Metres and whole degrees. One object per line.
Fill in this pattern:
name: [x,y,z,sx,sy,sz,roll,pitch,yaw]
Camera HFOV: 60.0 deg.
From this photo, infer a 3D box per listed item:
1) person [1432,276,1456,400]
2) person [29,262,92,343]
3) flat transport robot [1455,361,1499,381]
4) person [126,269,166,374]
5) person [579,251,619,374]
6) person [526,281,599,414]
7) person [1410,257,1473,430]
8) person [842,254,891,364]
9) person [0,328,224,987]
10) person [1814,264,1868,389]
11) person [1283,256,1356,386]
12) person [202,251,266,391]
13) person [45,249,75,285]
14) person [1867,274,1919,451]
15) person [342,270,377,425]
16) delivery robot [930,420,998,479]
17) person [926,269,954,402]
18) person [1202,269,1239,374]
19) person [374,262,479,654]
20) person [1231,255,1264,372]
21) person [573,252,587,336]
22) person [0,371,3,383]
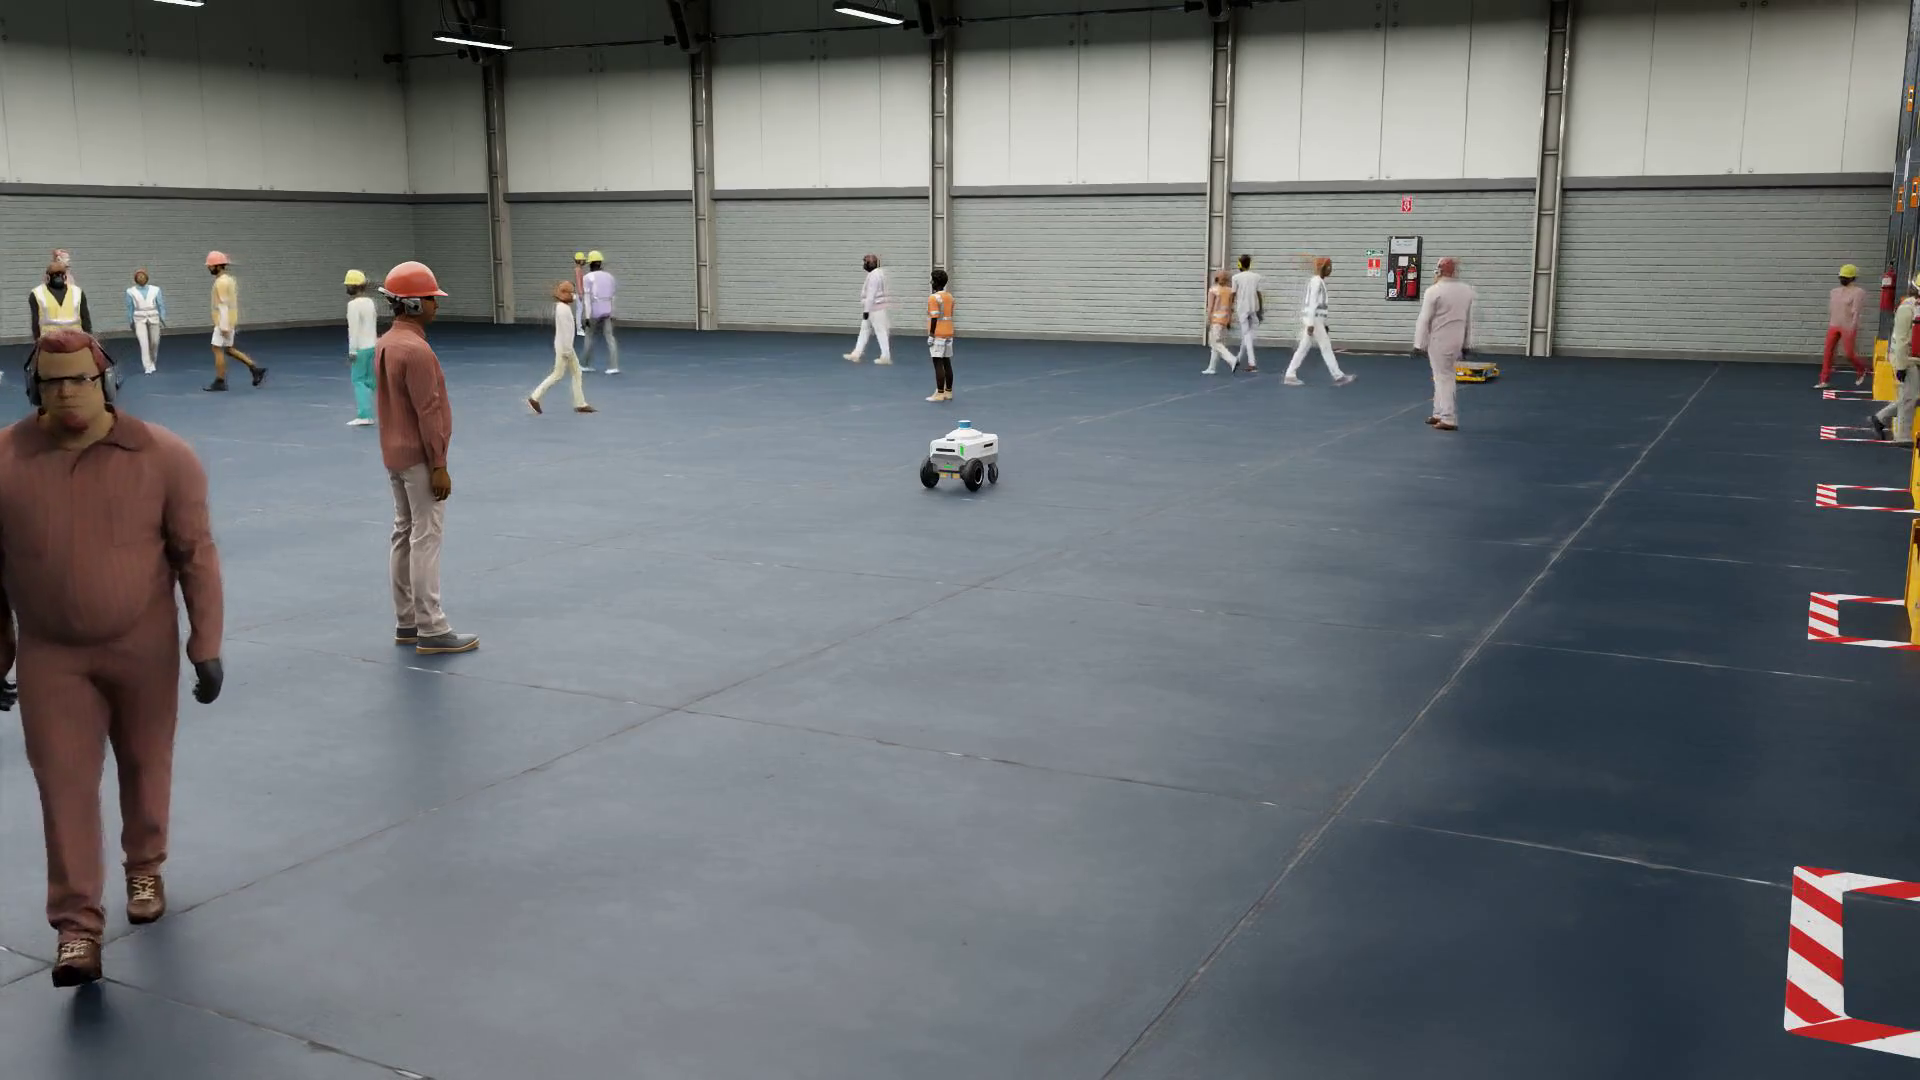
person: [6.297,-2.618,21.517,0.268,1.632,0.509,5,12,27]
person: [-10.827,-2.436,20.041,0.634,1.813,0.804,-8,13,-37]
flat transport robot: [7.513,-2.500,24.596,0.652,0.197,1.431,5,12,27]
person: [-12.640,-3.400,25.822,0.513,1.618,0.724,-7,12,-33]
person: [-5.621,-3.507,25.699,0.975,1.875,0.618,9,14,41]
person: [-4.788,-2.296,19.863,0.798,1.601,0.499,-3,11,-14]
person: [5.267,-2.166,18.361,0.663,1.880,0.740,-7,12,-33]
person: [-1.558,-3.814,27.559,0.889,1.802,0.663,-1,10,-3]
person: [-2.506,0.324,4.850,0.676,1.852,0.976,-5,11,-24]
person: [12.302,-2.958,23.072,0.658,1.738,0.538,-6,12,-28]
person: [5.089,-3.088,23.544,1.025,1.827,0.589,2,11,12]
person: [-10.021,-2.993,22.779,0.735,1.921,0.560,-2,11,-11]
person: [-14.470,-3.738,26.904,0.400,1.906,0.649,-1,10,-4]
person: [9.422,-1.788,16.561,0.604,1.806,0.617,-8,13,-36]
person: [-6.643,-2.151,18.666,0.504,1.754,0.528,1,10,4]
delivery robot: [0.040,-0.773,14.149,0.477,0.478,0.707,5,12,27]
person: [-0.262,-2.609,21.298,0.316,1.695,0.542,5,12,27]
person: [3.979,-3.309,25.307,0.663,1.620,0.521,10,14,44]
person: [-2.770,-0.415,8.521,0.377,1.995,0.612,-8,13,-38]
person: [4.455,-3.582,26.269,0.506,1.815,0.952,-5,11,-25]
person: [-8.064,-5.234,35.415,0.308,1.772,0.525,-1,10,-8]
person: [-13.443,-2.799,22.546,0.615,1.618,0.509,-1,10,-6]
